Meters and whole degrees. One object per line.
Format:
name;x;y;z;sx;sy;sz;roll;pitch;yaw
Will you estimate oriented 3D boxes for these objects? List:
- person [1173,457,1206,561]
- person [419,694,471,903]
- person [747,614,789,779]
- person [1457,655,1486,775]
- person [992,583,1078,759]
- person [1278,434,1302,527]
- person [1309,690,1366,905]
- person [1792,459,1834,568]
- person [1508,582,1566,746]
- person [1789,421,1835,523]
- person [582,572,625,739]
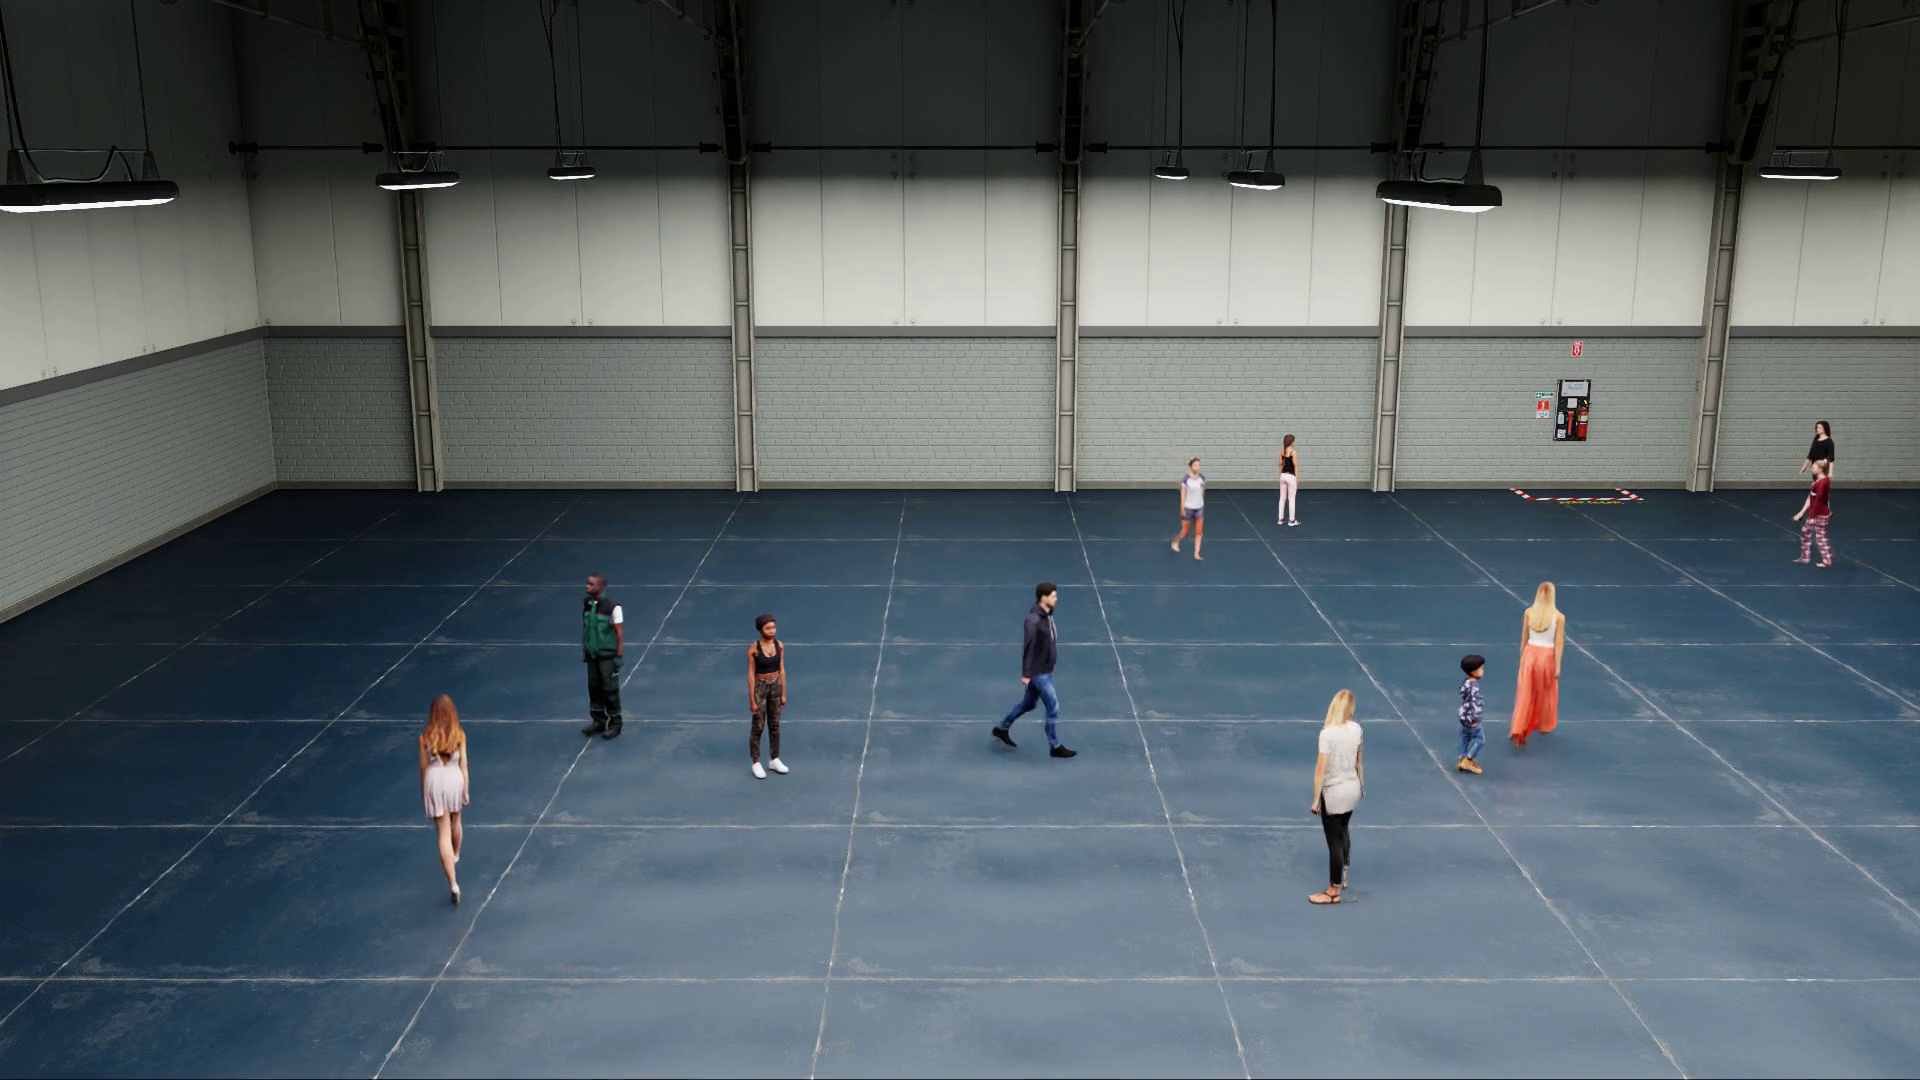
person;3.594;-0.497;25.943;0.900;1.605;0.822;-5;14;-21
person;-4.329;2.210;13.998;1.116;1.720;0.860;-4;14;-18
person;-1.963;1.560;16.856;0.619;1.696;0.713;-8;15;-32
person;5.158;1.772;16.939;0.500;1.246;0.511;1;13;4
person;0.726;1.361;17.381;1.287;1.847;0.951;4;14;18
person;5.602;-1.037;28.360;0.614;1.566;0.675;13;18;43
person;3.241;2.164;14.005;0.748;1.807;0.894;-11;17;-39
person;13.181;-0.395;25.343;0.908;1.676;0.807;5;14;22
person;6.083;1.355;17.611;1.226;1.755;1.215;11;17;39
person;14.702;-1.117;28.284;1.139;1.756;0.698;-2;13;-7
person;-3.856;1.226;17.986;0.746;1.838;0.848;8;15;31
